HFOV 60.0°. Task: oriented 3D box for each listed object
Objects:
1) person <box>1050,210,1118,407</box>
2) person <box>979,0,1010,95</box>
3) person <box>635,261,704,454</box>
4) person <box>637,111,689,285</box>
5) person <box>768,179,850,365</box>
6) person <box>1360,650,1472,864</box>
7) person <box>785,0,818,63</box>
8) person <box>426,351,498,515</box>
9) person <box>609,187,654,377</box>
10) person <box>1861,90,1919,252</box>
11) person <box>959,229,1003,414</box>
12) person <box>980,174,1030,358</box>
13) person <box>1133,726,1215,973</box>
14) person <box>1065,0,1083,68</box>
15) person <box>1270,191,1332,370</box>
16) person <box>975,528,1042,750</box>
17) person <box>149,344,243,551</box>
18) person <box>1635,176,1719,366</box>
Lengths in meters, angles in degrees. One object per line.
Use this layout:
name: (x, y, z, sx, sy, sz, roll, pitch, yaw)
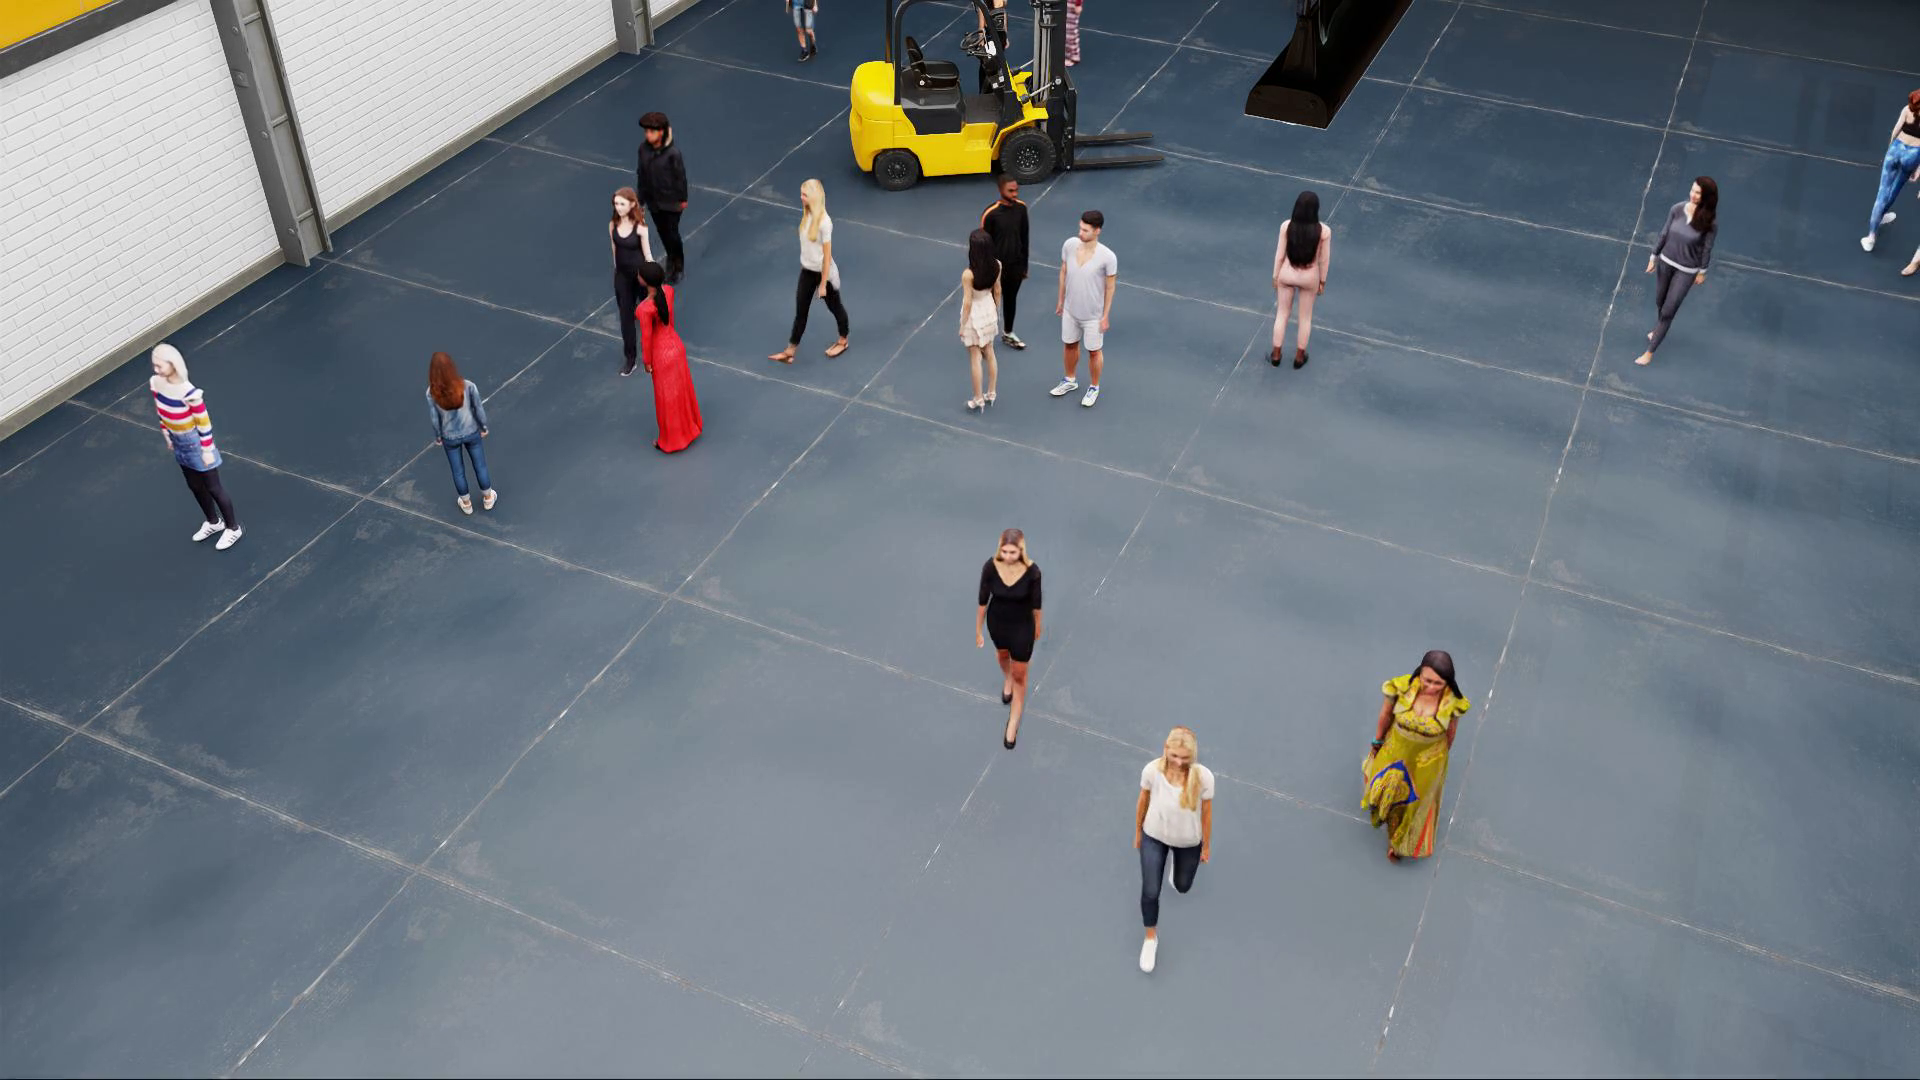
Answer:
person: (1.096, -2.040, 14.474, 0.712, 1.848, 0.620, 23, 44, 26)
person: (0.381, -5.888, 19.456, 0.592, 1.643, 0.689, -22, 43, -25)
person: (-2.457, -1.534, 13.898, 0.663, 1.786, 0.522, 16, 41, 19)
person: (-2.855, -3.367, 16.204, 0.648, 1.763, 0.614, 12, 40, 14)
person: (-1.180, -2.427, 15.002, 1.161, 1.794, 0.939, -27, 46, -30)
person: (2.853, 1.276, 10.490, 0.784, 1.648, 0.947, 11, 40, 13)
person: (-1.927, -6.654, 20.581, 0.567, 1.437, 0.556, 11, 40, 14)
person: (-3.997, -0.858, 13.292, 0.634, 1.476, 0.690, -12, 40, -15)
person: (-2.883, -2.421, 15.069, 0.732, 1.701, 1.174, 10, 40, 13)
person: (9.419, -3.717, 16.676, 0.703, 1.732, 1.088, 22, 44, 25)
person: (0.179, -1.886, 14.372, 0.615, 1.734, 0.725, -25, 45, -28)
person: (0.382, -2.500, 15.087, 0.707, 1.802, 0.786, -16, 41, -20)
person: (1.264, 1.714, 9.820, 0.770, 1.791, 1.065, 7, 39, 9)
person: (1.349, -6.665, 20.386, 0.677, 1.697, 0.694, -25, 45, -28)
person: (3.040, -2.331, 14.941, 0.656, 1.719, 0.569, 10, 40, 12)
person: (0.366, 0.540, 11.407, 0.709, 1.644, 1.004, 8, 39, 10)
person: (-5.930, -0.745, 12.883, 0.648, 1.810, 0.516, 18, 42, 21)
person: (6.565, -2.507, 15.155, 1.135, 1.729, 0.904, -29, 47, -31)
